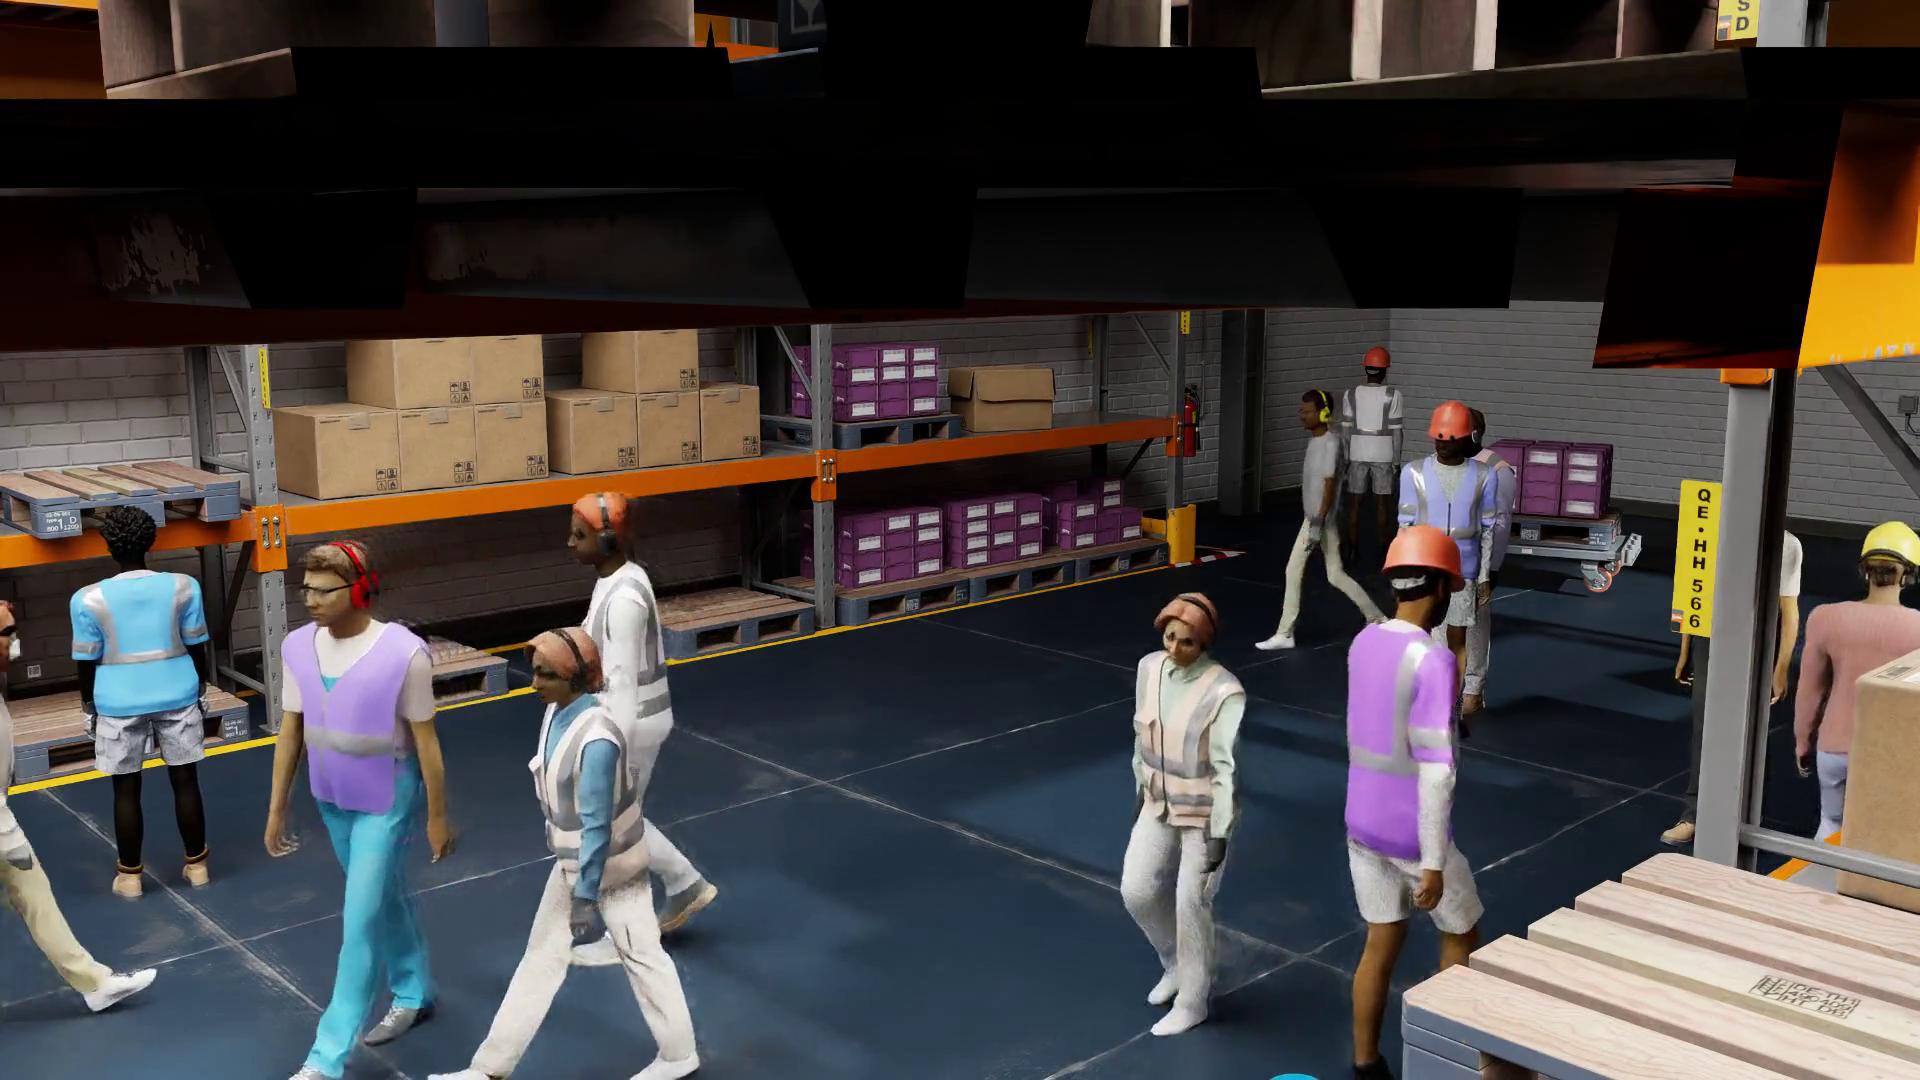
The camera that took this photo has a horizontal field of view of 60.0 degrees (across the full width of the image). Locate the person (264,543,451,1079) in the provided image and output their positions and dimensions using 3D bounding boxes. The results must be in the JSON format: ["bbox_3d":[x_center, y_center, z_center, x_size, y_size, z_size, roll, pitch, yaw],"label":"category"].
[{"bbox_3d":[-2.062,0.913,5.485,0.590,1.800,0.939,5,11,25],"label":"person"}]

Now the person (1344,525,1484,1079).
[{"bbox_3d":[1.488,0.904,5.300,0.653,1.888,0.588,-4,10,-22],"label":"person"}]

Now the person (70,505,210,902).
[{"bbox_3d":[-3.467,0.697,7.084,0.534,1.694,0.320,-7,12,-34],"label":"person"}]

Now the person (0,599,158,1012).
[{"bbox_3d":[-3.349,0.981,5.739,0.903,1.586,0.522,-3,10,-19],"label":"person"}]

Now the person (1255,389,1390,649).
[{"bbox_3d":[2.564,-0.134,11.550,0.924,1.838,0.535,-2,10,-12],"label":"person"}]

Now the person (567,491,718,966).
[{"bbox_3d":[-1.256,0.728,6.392,0.462,1.871,0.594,-2,10,-13],"label":"person"}]

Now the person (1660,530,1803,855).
[{"bbox_3d":[3.513,0.540,7.551,0.327,1.842,0.517,-7,12,-37],"label":"person"}]

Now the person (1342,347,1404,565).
[{"bbox_3d":[3.671,-0.746,14.810,0.546,1.938,0.360,5,11,27],"label":"person"}]

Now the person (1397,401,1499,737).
[{"bbox_3d":[2.761,0.171,9.461,0.547,1.930,0.384,2,10,11],"label":"person"}]

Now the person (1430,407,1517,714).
[{"bbox_3d":[3.004,0.118,10.035,0.429,1.844,0.627,-8,12,-38],"label":"person"}]

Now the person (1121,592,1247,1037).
[{"bbox_3d":[0.772,0.959,5.778,0.368,1.616,0.535,-7,12,-36],"label":"person"}]

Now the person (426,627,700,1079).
[{"bbox_3d":[-1.245,1.054,5.269,0.894,1.582,0.530,-6,11,-30],"label":"person"}]

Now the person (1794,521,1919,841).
[{"bbox_3d":[3.456,0.800,6.311,0.398,1.748,0.522,-9,13,-42],"label":"person"}]
